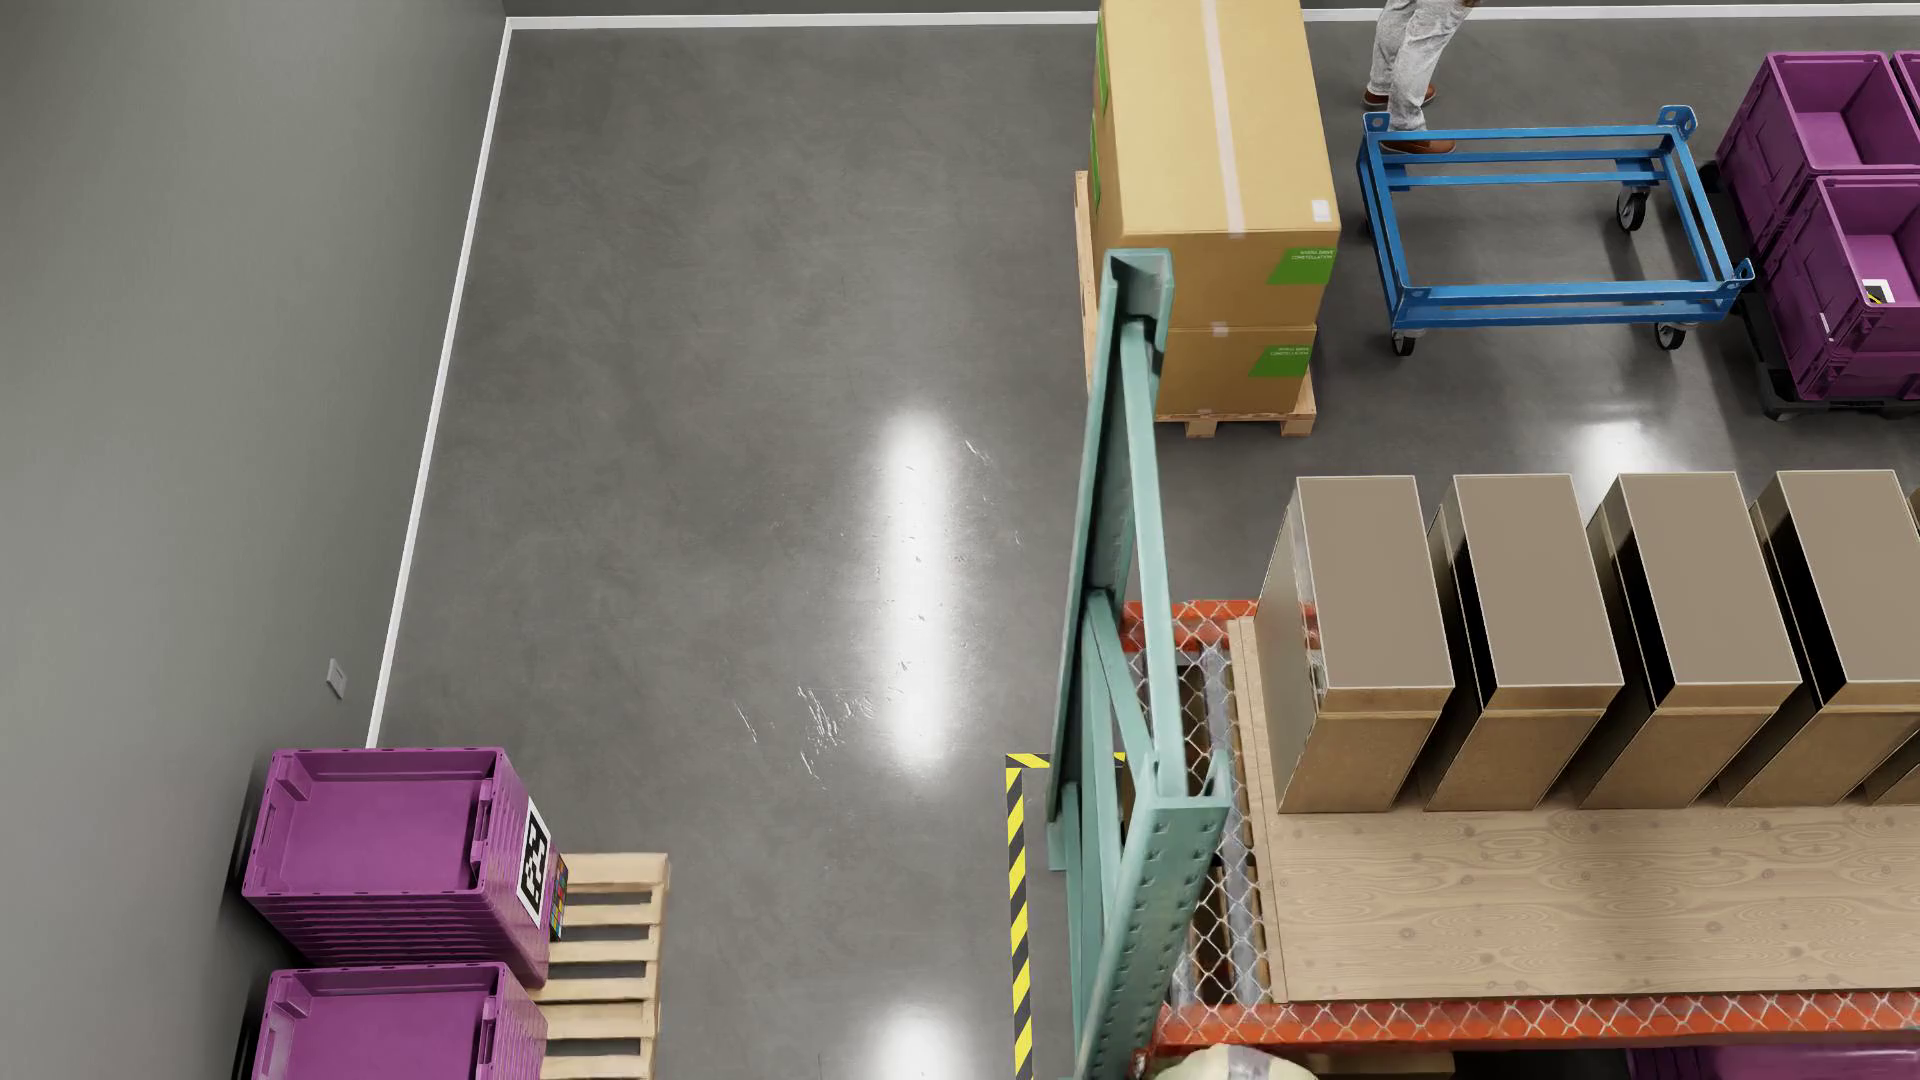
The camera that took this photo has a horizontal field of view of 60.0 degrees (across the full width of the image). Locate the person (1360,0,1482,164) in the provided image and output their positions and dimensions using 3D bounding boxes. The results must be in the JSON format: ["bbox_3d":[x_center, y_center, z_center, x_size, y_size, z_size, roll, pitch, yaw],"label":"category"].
[{"bbox_3d":[1.822,-2.248,6.081,0.374,1.941,0.627,-2,58,-1],"label":"person"}]

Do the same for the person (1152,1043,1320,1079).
[{"bbox_3d":[0.685,1.503,3.806,0.667,1.783,0.425,30,62,17],"label":"person"}]
